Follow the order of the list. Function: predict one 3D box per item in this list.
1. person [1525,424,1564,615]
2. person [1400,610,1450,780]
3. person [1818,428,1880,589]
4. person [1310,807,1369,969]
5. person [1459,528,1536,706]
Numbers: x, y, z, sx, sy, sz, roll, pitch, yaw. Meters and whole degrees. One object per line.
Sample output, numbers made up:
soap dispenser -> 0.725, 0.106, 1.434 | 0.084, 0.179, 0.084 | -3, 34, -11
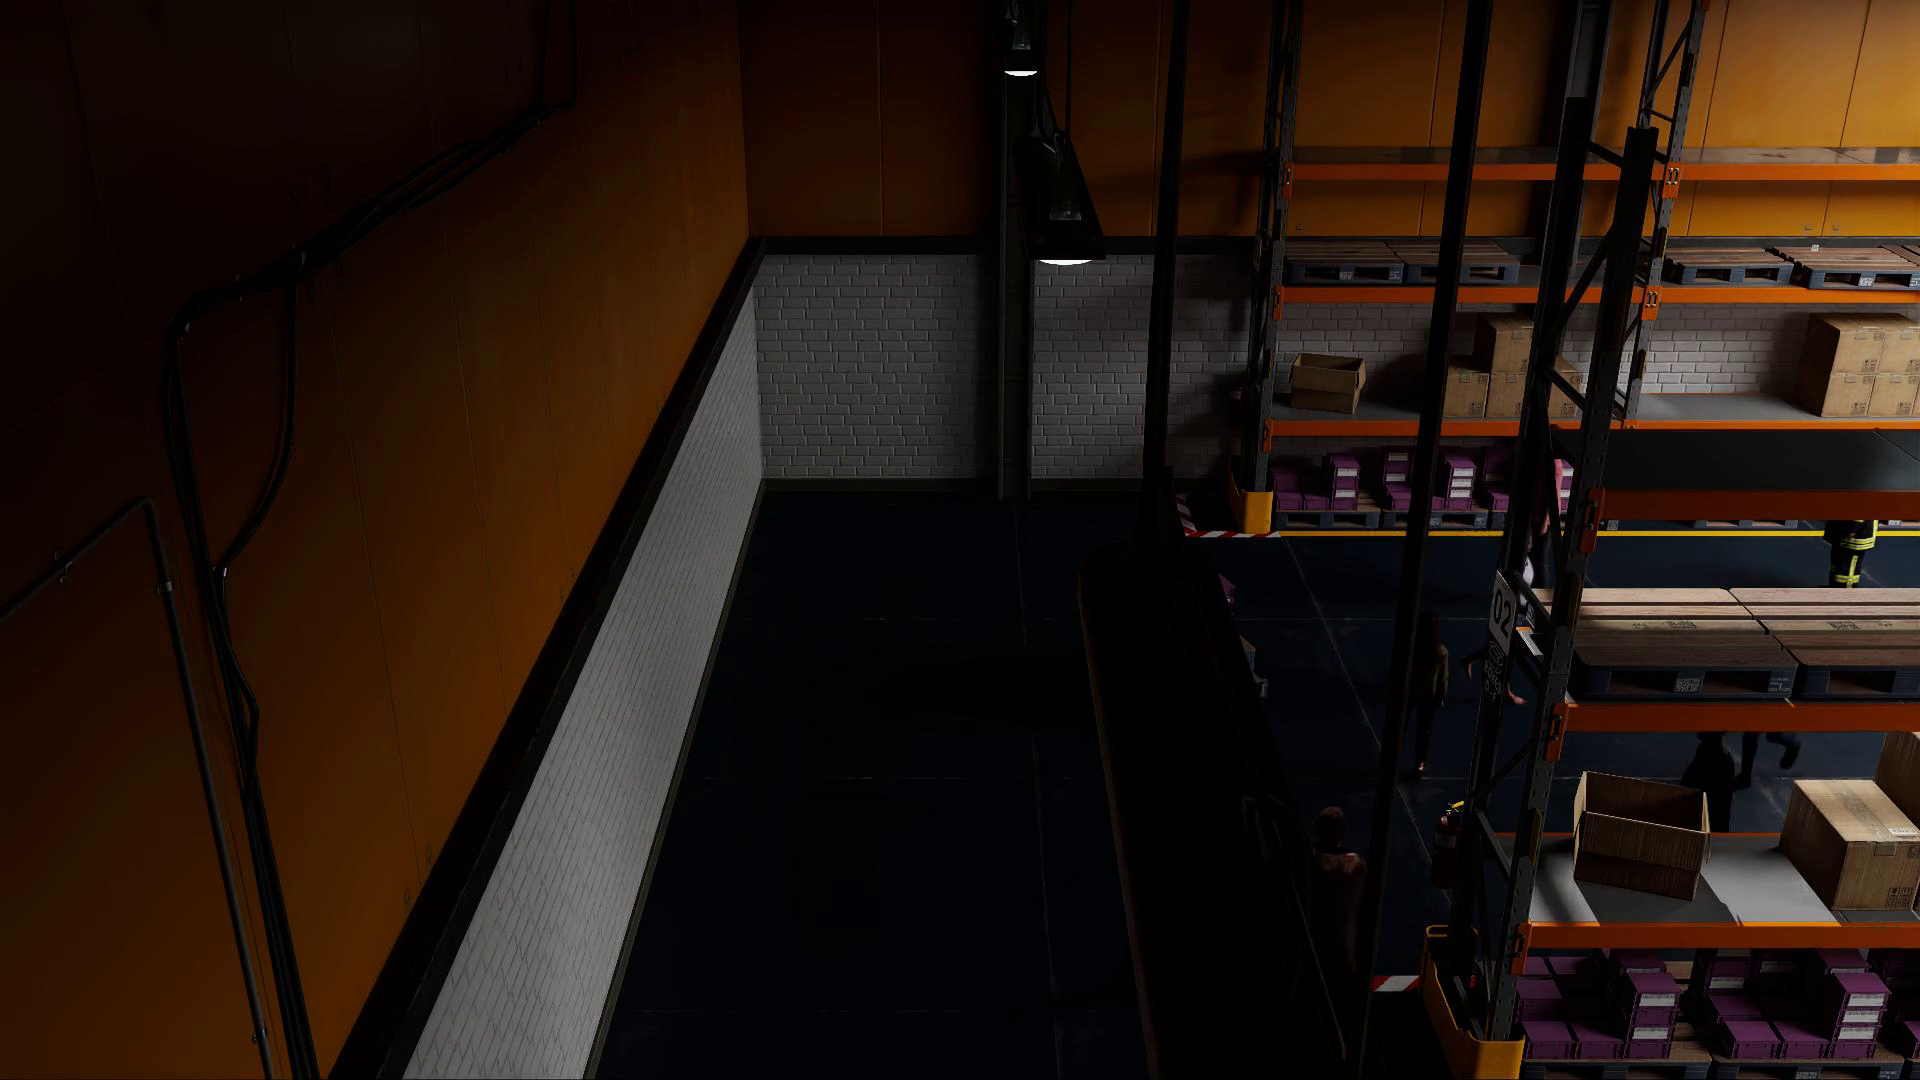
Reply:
person -> 5.808, -0.221, 16.535 | 0.561, 1.958, 0.630 | 1, 24, 2
person -> 3.785, 1.266, 13.739 | 0.603, 1.473, 0.709 | 14, 27, 28
person -> 8.995, -0.237, 16.698 | 0.796, 1.858, 0.820 | 7, 25, 15
person -> 2.264, 2.539, 10.378 | 0.751, 1.833, 0.913 | 6, 24, 14
person -> 4.845, 0.637, 14.882 | 1.011, 1.710, 0.886 | 14, 27, 30
